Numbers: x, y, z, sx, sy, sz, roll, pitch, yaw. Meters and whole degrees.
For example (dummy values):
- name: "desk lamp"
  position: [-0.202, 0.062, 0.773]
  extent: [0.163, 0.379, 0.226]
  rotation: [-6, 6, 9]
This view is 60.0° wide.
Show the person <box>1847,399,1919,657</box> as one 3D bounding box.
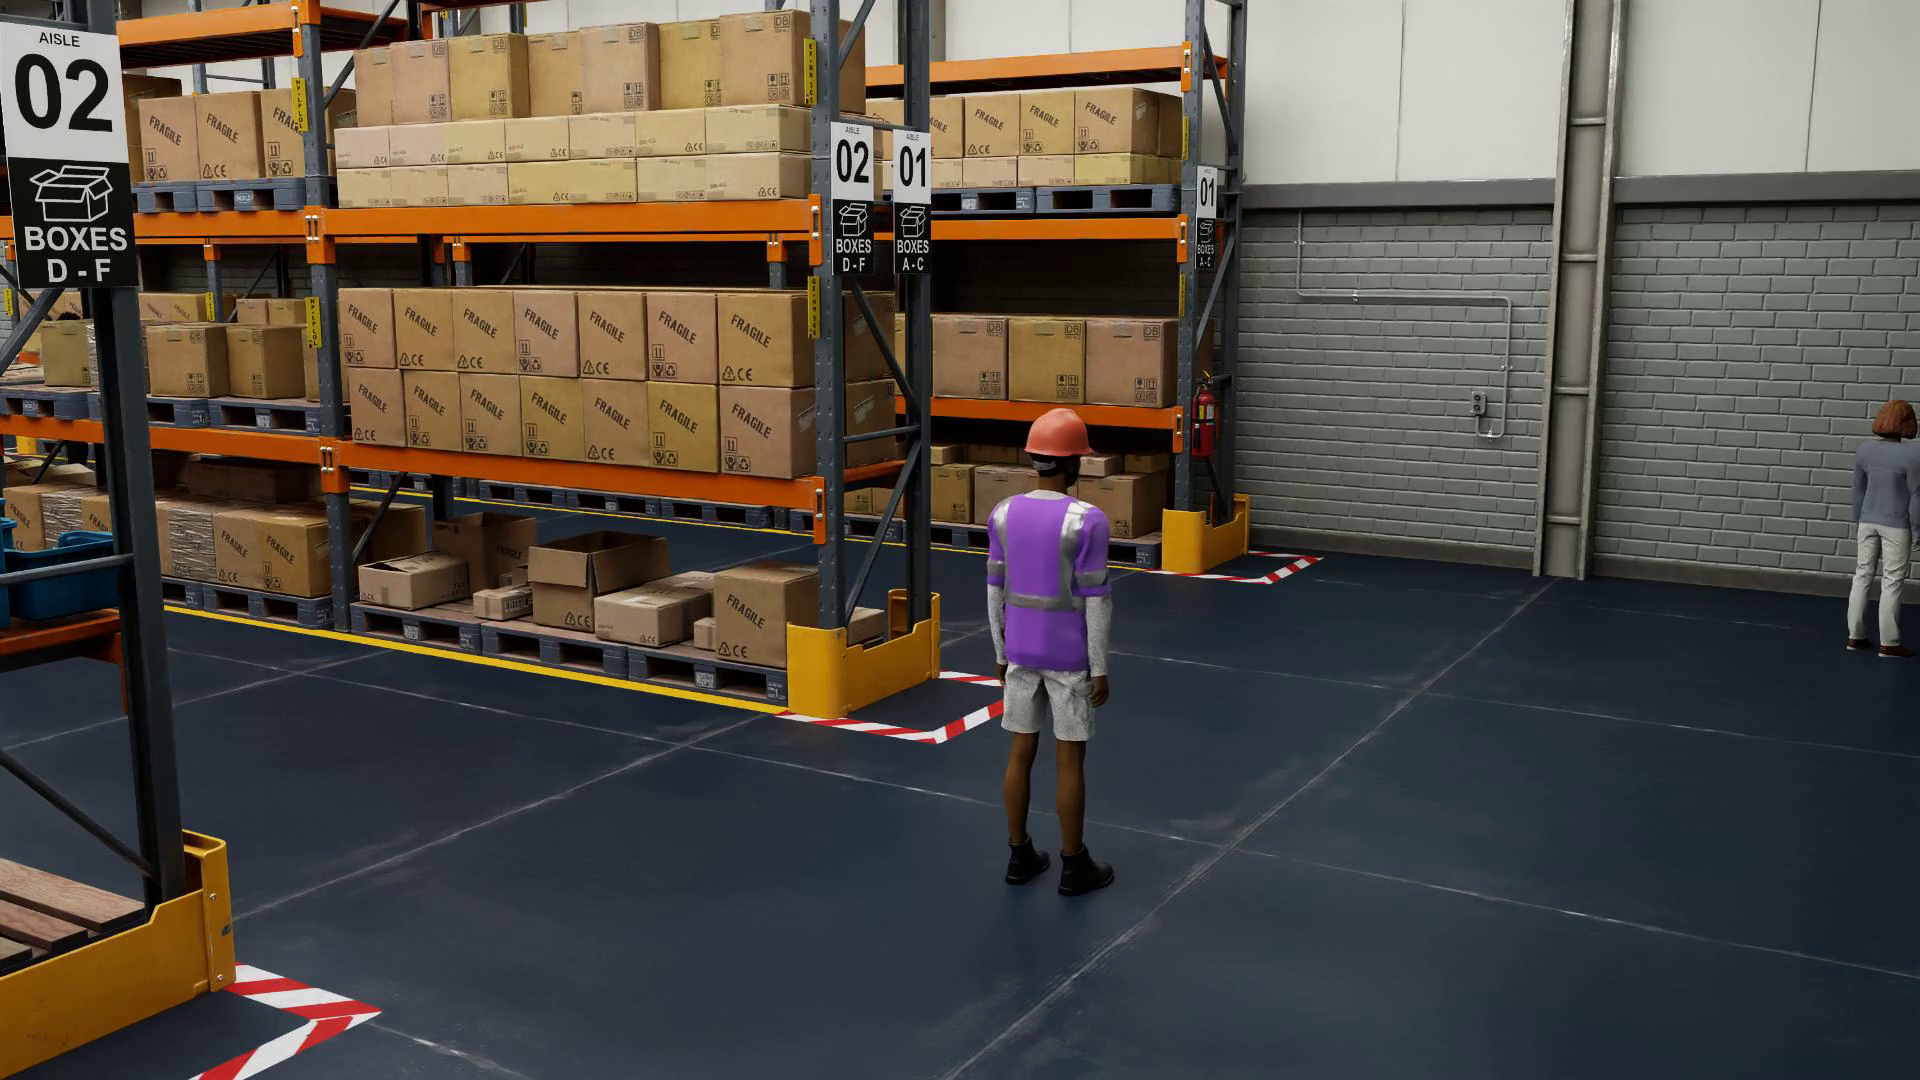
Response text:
- name: "person"
  position: [5.891, -0.075, 10.563]
  extent: [0.286, 1.636, 0.499]
  rotation: [-4, 10, -22]

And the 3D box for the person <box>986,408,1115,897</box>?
- name: "person"
  position: [0.371, 0.444, 6.640]
  extent: [0.547, 1.938, 0.377]
  rotation: [7, 12, 35]

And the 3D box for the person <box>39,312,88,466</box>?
- name: "person"
  position: [-9.401, -1.453, 17.749]
  extent: [0.638, 1.927, 0.912]
  rotation: [-9, 13, -42]
